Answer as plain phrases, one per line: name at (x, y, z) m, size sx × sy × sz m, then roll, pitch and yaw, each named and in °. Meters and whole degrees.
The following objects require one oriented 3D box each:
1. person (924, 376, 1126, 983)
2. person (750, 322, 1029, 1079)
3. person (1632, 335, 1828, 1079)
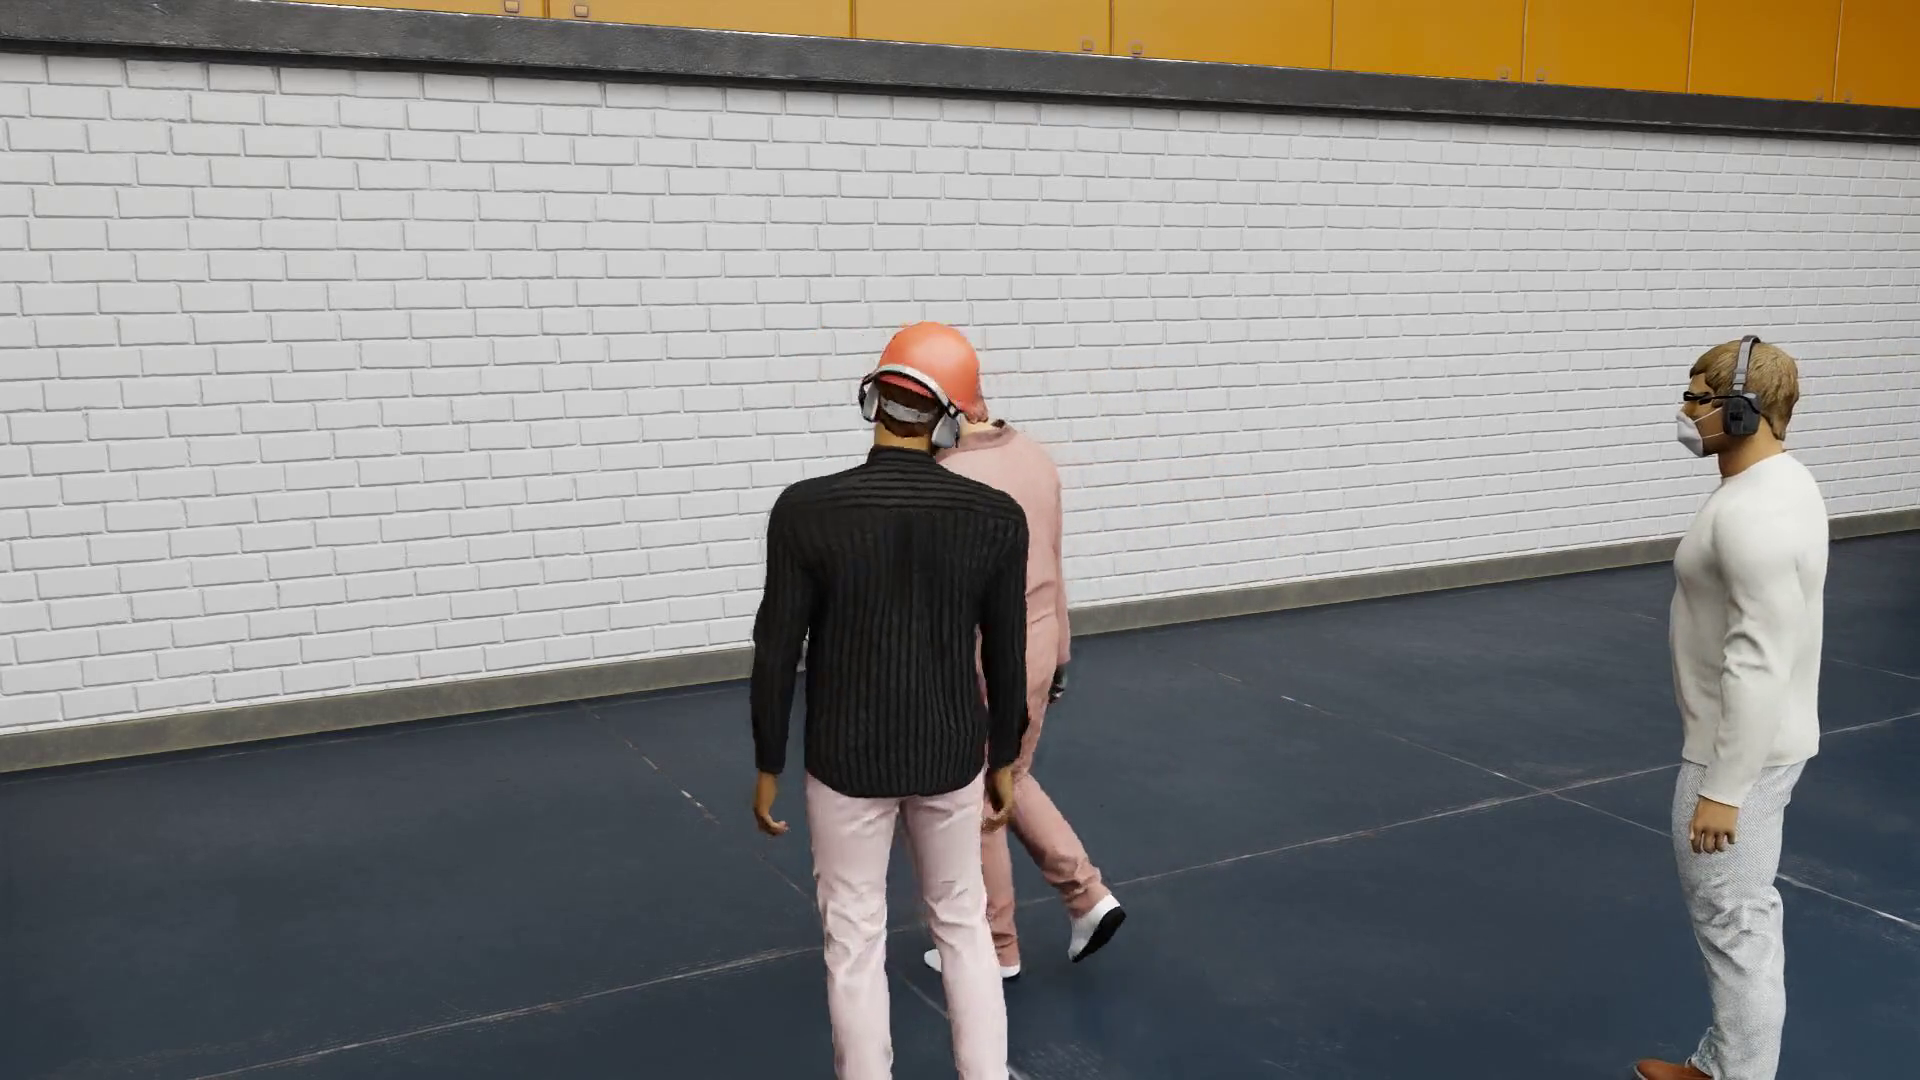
person at (0.118, 0.393, 4.674) m, size 0.533 × 1.869 × 0.722 m, roll 6°, pitch 11°, yaw 31°
person at (-0.139, 0.510, 3.766) m, size 0.665 × 1.957 × 0.433 m, roll -4°, pitch 11°, yaw -21°
person at (1.796, 0.499, 3.867) m, size 0.353 × 1.937 × 0.635 m, roll 5°, pitch 11°, yaw 27°
